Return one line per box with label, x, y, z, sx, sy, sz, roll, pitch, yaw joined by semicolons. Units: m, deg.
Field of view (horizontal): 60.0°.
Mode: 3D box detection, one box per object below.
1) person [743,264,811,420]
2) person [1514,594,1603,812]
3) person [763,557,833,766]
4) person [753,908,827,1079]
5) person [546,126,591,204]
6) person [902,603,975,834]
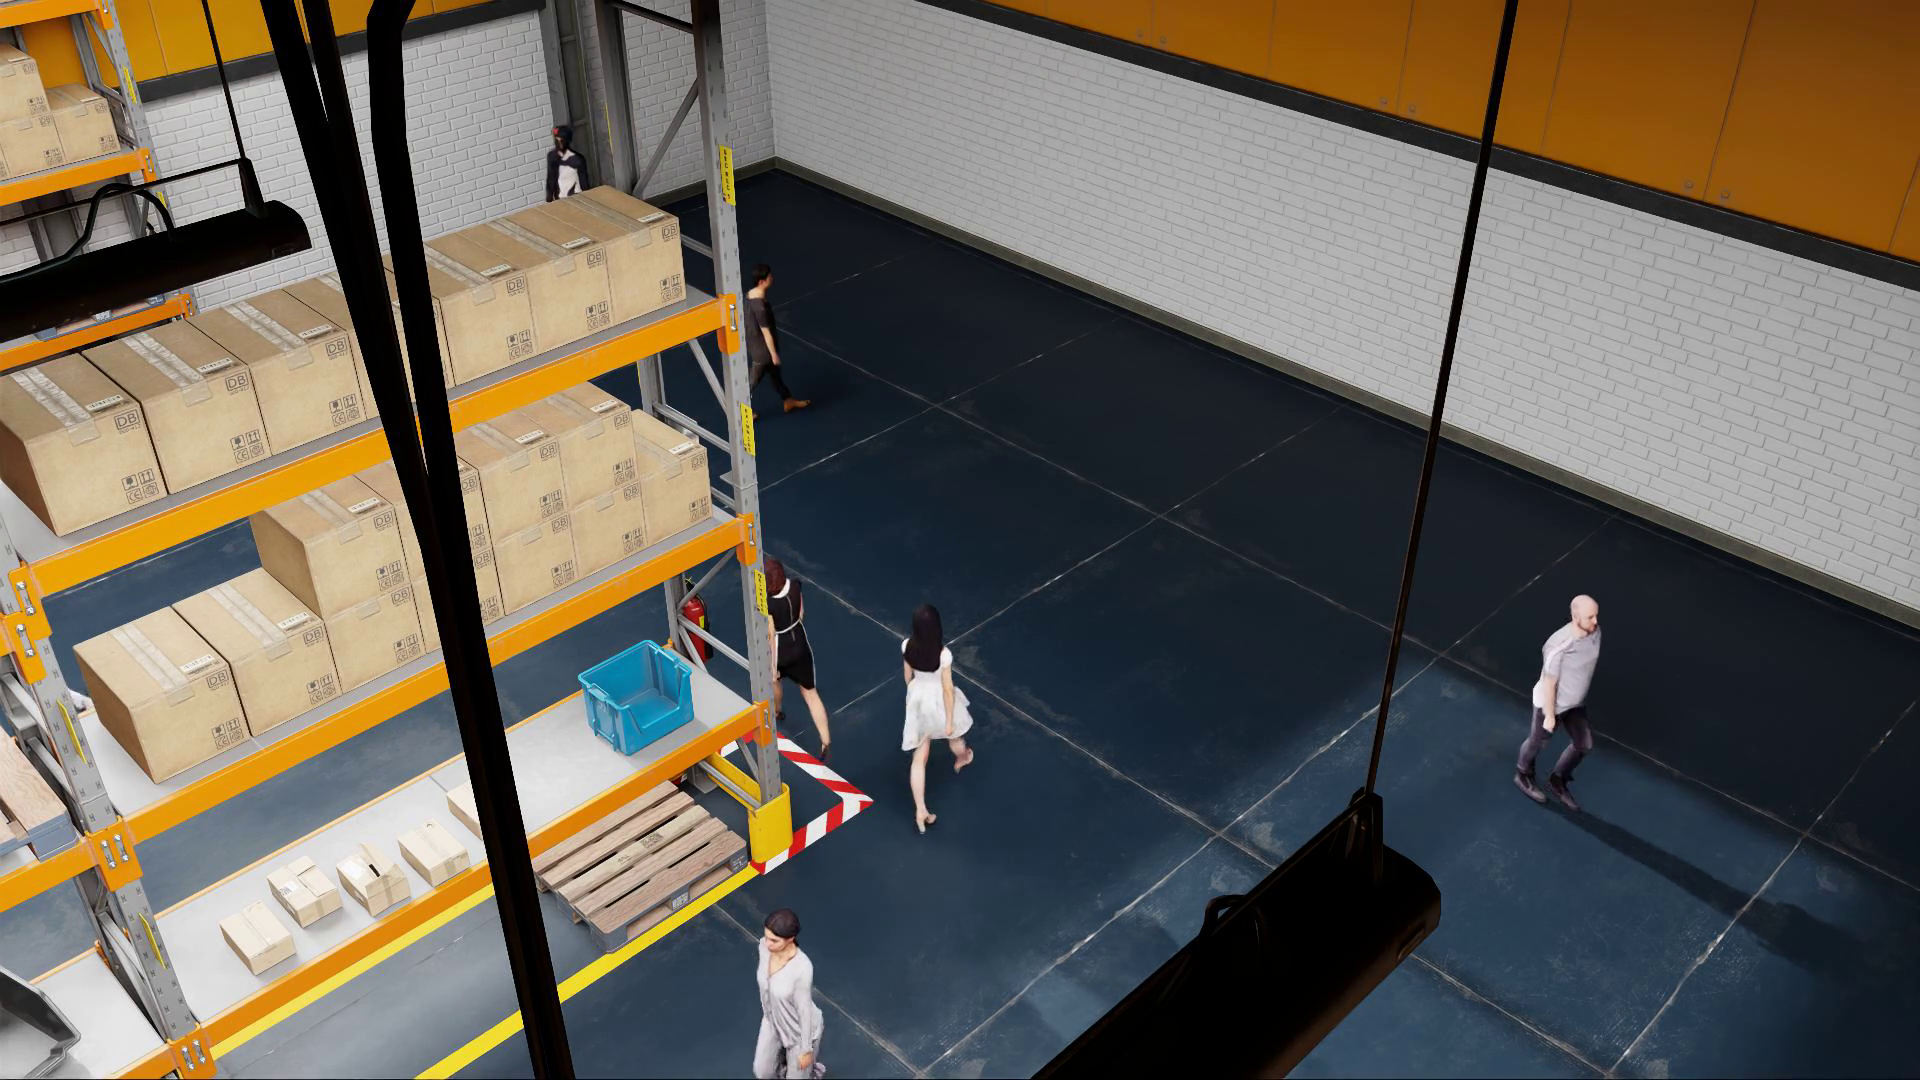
person;-2.055;-1.928;16.595;1.166;1.674;0.973;-8;35;-12
person;4.230;1.105;11.908;0.757;1.812;0.824;-17;37;-23
person;-1.195;0.908;12.276;1.083;1.732;0.753;-24;40;-31
person;-0.901;2.723;9.518;0.625;1.763;0.724;25;41;32
person;-4.513;-3.952;19.476;0.882;1.856;1.278;18;38;25
person;-0.259;1.290;11.711;0.878;1.722;1.194;17;37;23
